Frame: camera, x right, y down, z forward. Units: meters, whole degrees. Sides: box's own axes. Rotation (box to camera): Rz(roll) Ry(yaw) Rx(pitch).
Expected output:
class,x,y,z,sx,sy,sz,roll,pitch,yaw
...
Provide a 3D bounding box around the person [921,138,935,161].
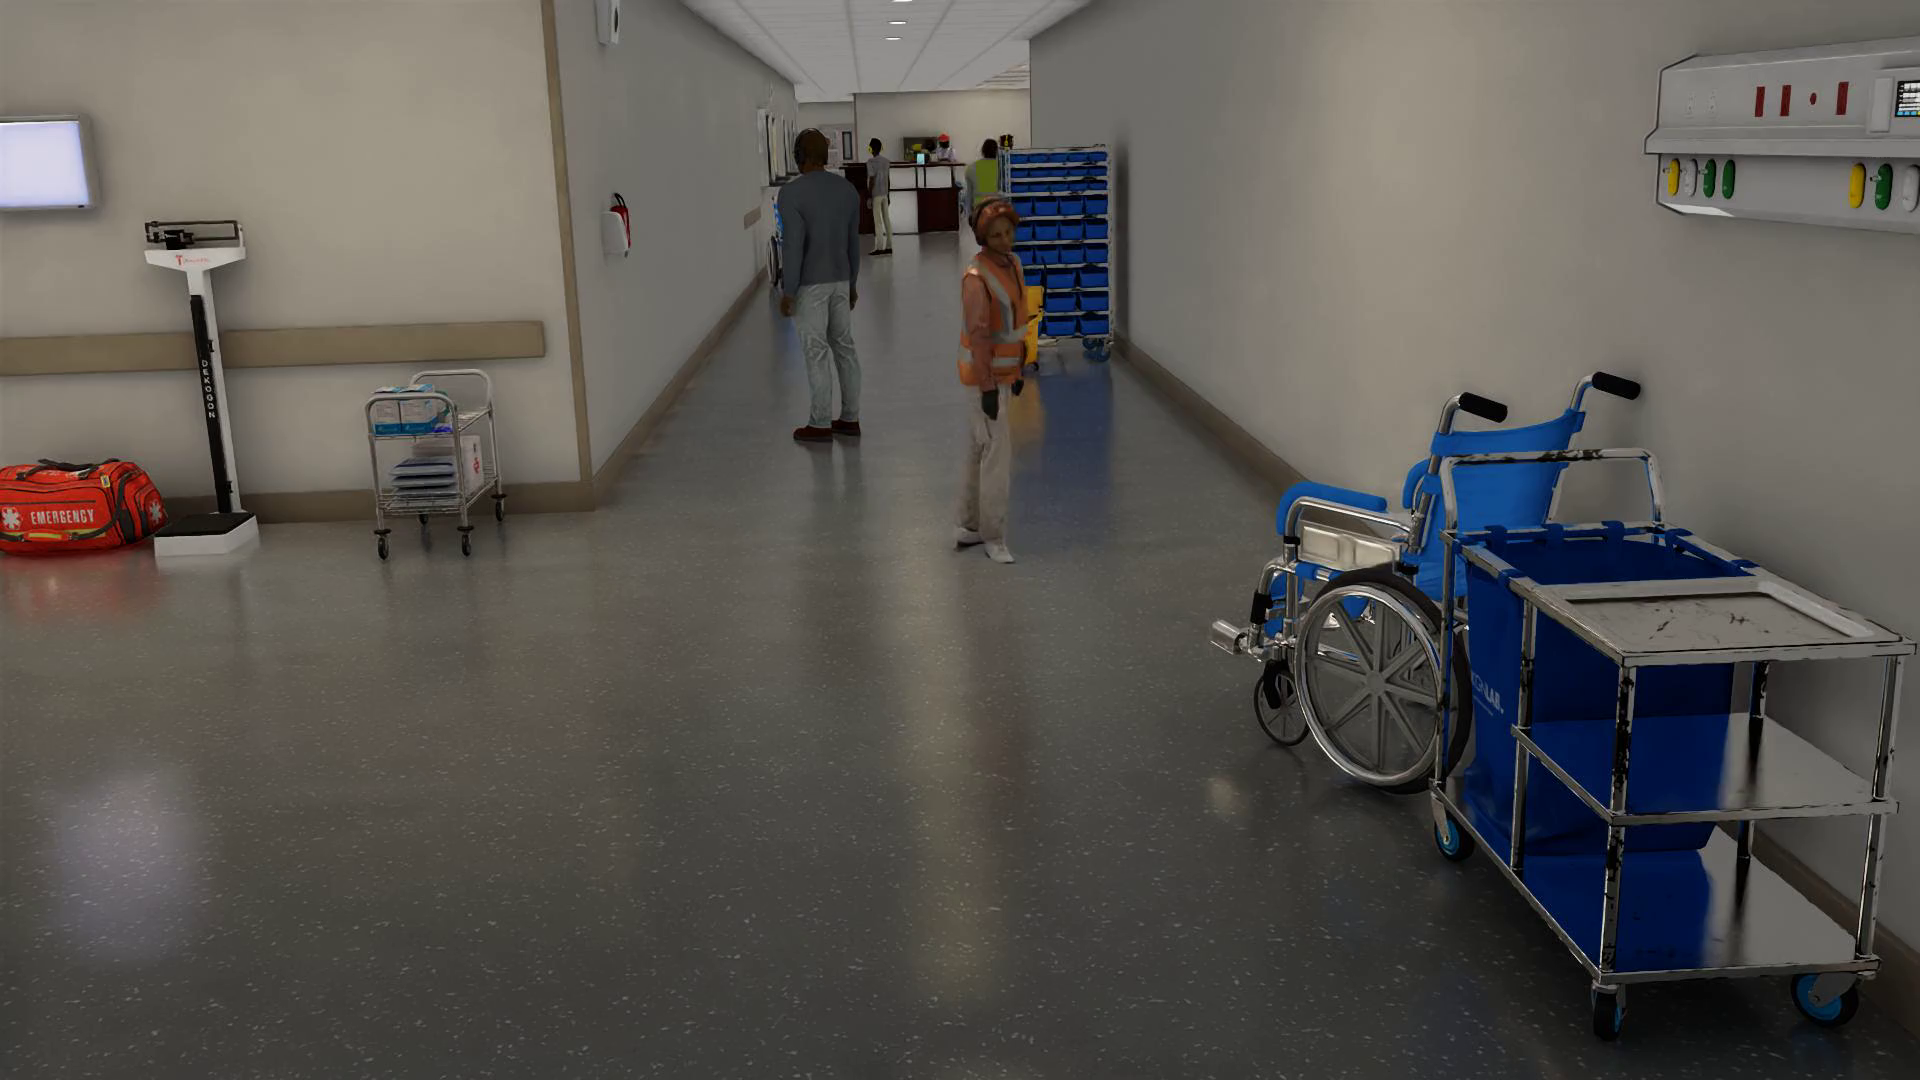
class,x,y,z,sx,sy,sz,roll,pitch,yaw
person,-0.726,-8.190,37.807,0.488,1.825,0.700,0,14,6

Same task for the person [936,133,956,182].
class,x,y,z,sx,sy,sz,roll,pitch,yaw
person,-0.358,-8.929,40.560,0.545,1.929,0.390,5,15,27

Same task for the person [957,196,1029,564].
class,x,y,z,sx,sy,sz,roll,pitch,yaw
person,0.119,-0.707,7.378,0.408,1.611,0.579,3,14,19

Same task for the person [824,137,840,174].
class,x,y,z,sx,sy,sz,roll,pitch,yaw
person,-3.223,-8.808,40.431,0.651,1.913,0.409,-8,15,-23

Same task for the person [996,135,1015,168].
class,x,y,z,sx,sy,sz,roll,pitch,yaw
person,1.025,-8.236,37.711,0.513,1.846,0.334,-11,16,-34

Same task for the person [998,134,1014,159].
class,x,y,z,sx,sy,sz,roll,pitch,yaw
person,0.888,-6.918,32.293,0.333,1.862,0.508,1,14,11

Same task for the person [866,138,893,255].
class,x,y,z,sx,sy,sz,roll,pitch,yaw
person,-1.321,-5.531,26.846,0.334,1.864,0.521,10,18,41

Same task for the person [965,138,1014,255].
class,x,y,z,sx,sy,sz,roll,pitch,yaw
person,0.377,-4.130,20.959,0.625,1.824,0.695,2,14,15

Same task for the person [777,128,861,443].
class,x,y,z,sx,sy,sz,roll,pitch,yaw
person,-0.871,-1.582,10.401,0.354,1.937,0.635,11,18,41
